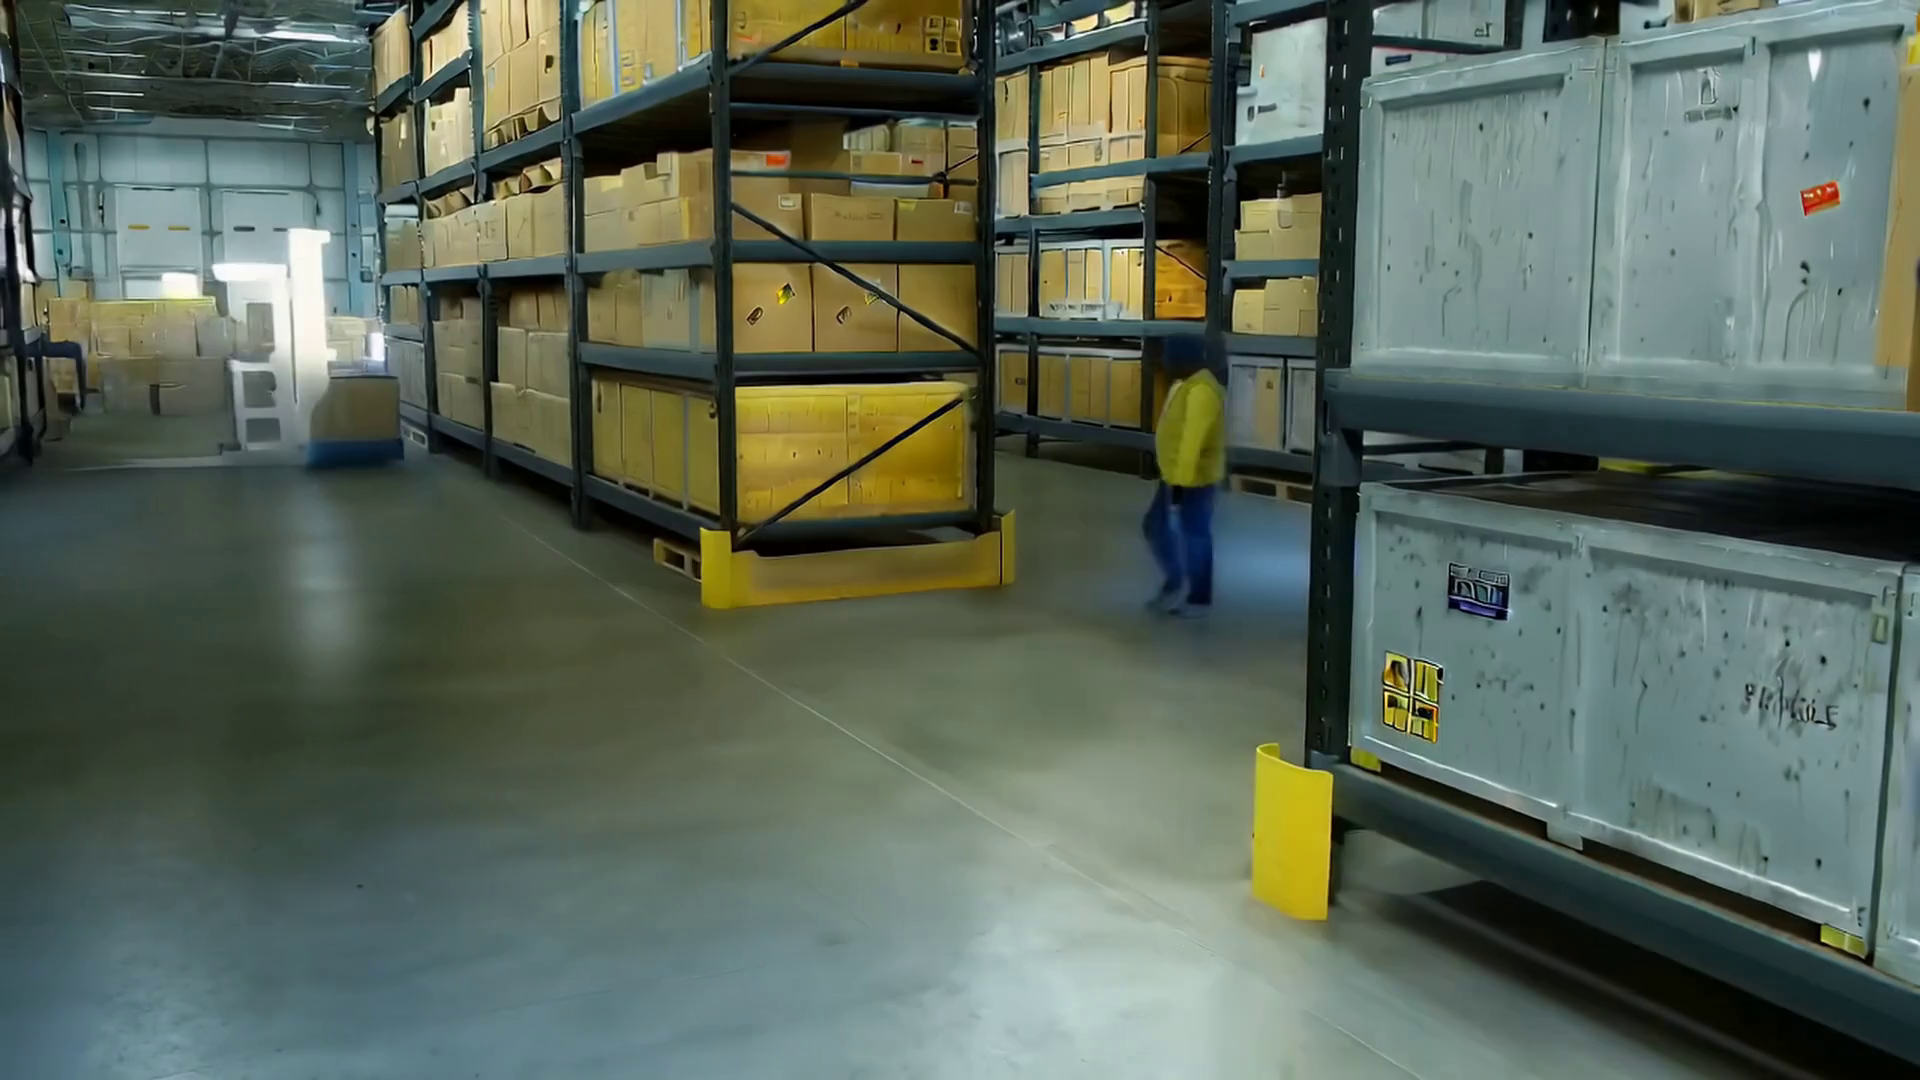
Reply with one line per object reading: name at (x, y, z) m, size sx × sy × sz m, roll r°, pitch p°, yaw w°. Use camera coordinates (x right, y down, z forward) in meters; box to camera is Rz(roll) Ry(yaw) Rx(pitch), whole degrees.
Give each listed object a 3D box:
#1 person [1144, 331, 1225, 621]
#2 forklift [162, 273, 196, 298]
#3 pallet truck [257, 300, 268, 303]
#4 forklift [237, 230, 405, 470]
person at (1.389, -0.392, 10.408) m, size 0.509 × 1.821 × 0.629 m, roll -2°, pitch 8°, yaw -12°
forklift at (-24.331, -6.948, 52.001) m, size 1.873 × 2.768 × 1.129 m, roll 6°, pitch 10°, yaw 37°
pallet truck at (-23.913, -7.404, 58.171) m, size 1.885 × 1.965 × 0.823 m, roll -1°, pitch 8°, yaw -9°
forklift at (-7.782, -2.307, 19.994) m, size 1.873 × 2.768 × 1.129 m, roll -4°, pitch 9°, yaw -26°
